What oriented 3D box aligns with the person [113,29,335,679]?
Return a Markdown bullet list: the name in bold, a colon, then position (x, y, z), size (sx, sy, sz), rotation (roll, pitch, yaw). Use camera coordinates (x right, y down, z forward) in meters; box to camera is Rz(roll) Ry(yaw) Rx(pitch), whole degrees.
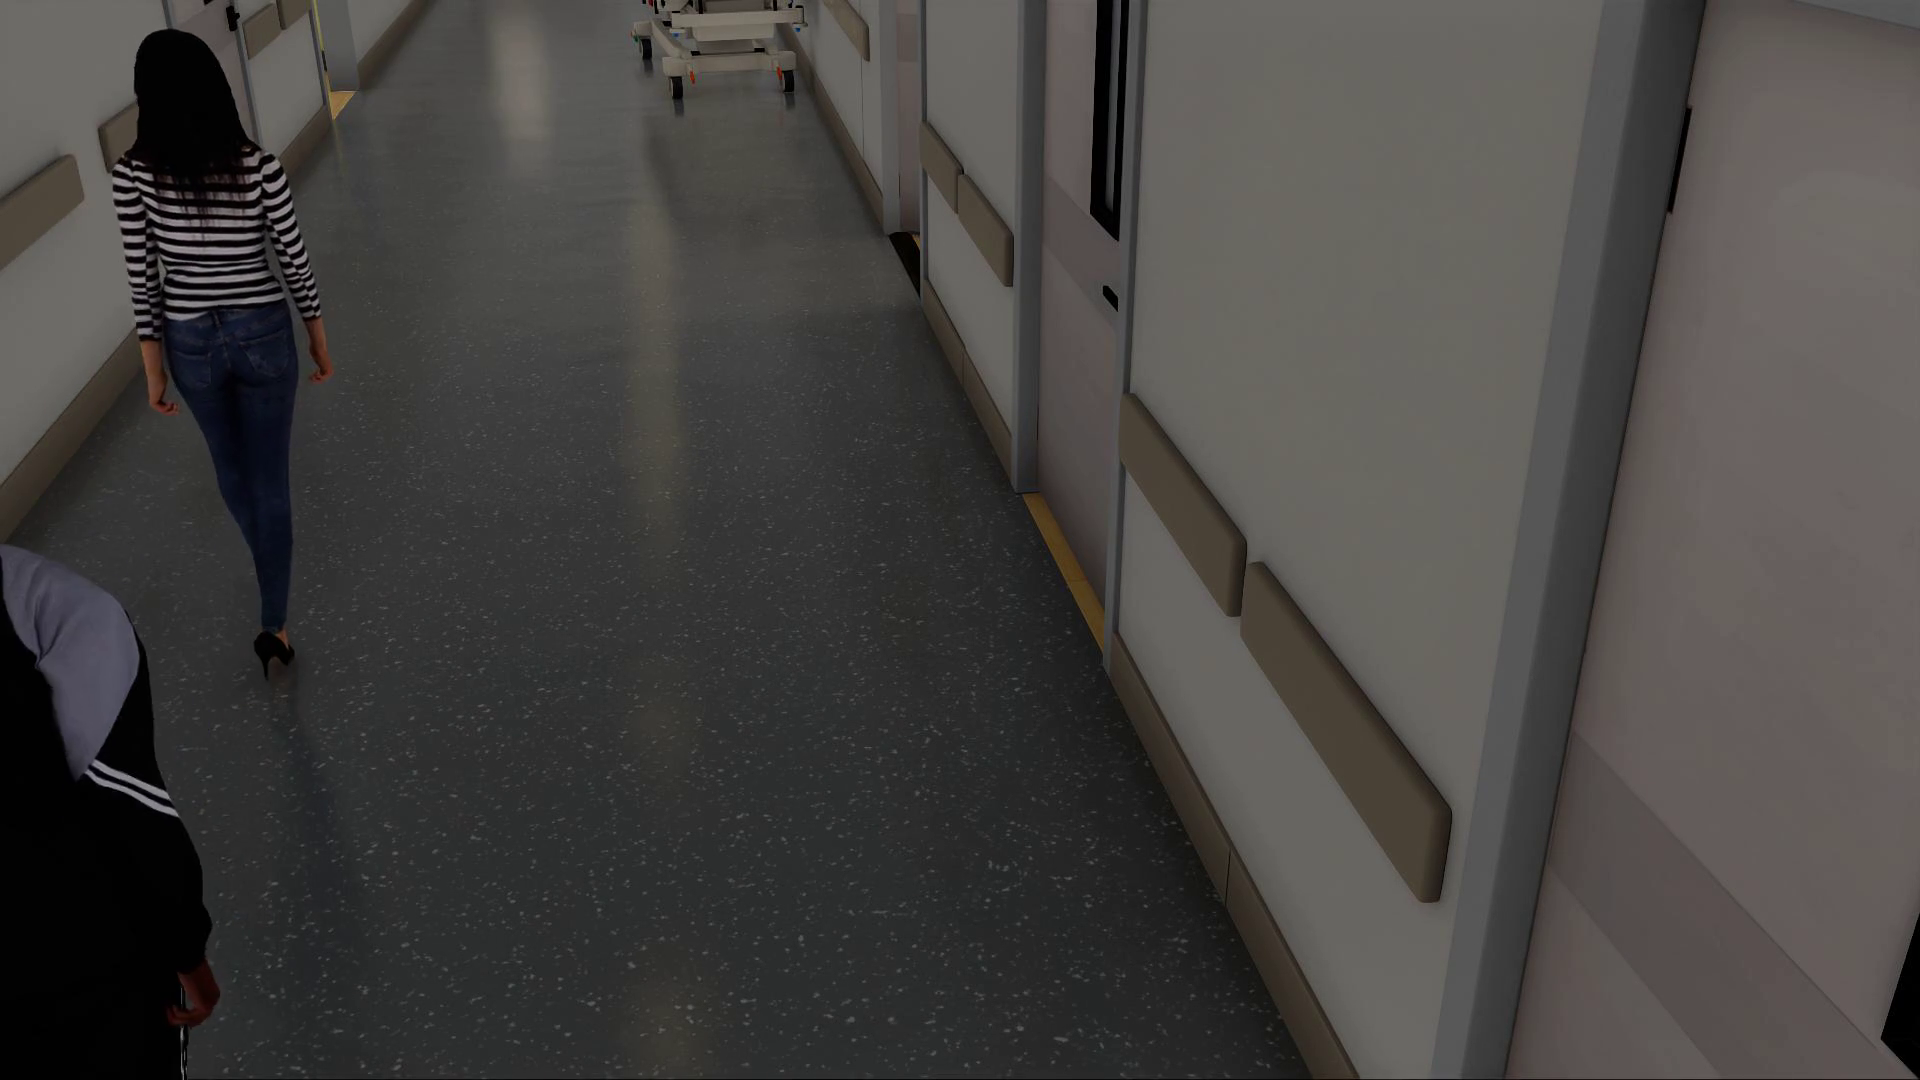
- **person**: position (-1.976, -0.405, 4.526), size (0.890, 1.710, 0.721), rotation (-6, 26, -13)
